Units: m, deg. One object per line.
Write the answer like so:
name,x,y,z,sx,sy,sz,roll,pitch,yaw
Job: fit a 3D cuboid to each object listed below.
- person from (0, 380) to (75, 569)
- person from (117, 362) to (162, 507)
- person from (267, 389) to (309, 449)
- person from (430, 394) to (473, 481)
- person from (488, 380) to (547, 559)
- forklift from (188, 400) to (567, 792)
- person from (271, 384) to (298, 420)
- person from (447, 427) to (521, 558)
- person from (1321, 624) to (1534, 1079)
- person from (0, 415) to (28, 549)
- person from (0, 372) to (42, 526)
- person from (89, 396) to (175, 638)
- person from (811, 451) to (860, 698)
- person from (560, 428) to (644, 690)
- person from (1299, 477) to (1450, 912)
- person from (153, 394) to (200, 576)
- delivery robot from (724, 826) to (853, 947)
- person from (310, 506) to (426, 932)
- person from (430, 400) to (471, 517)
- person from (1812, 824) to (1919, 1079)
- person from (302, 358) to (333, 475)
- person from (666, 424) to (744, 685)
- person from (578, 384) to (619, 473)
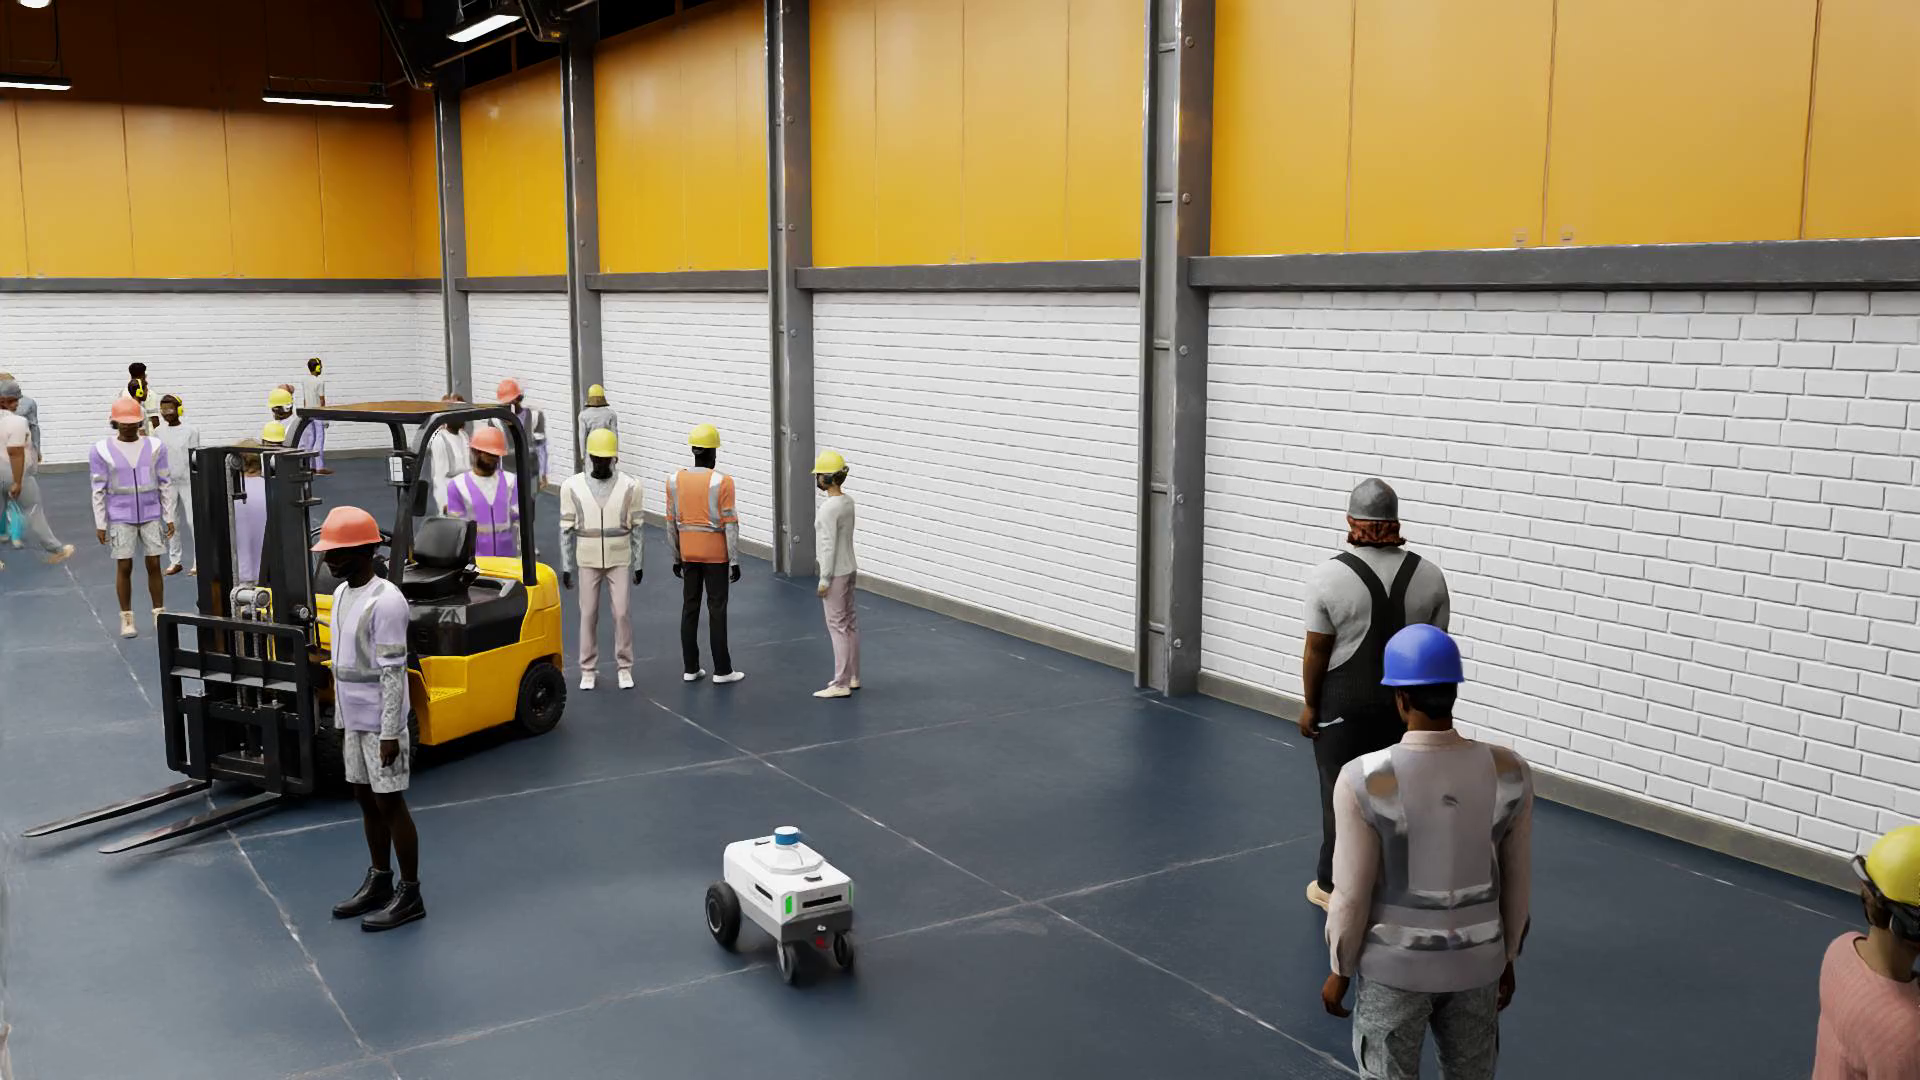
person,-9.921,-0.716,17.432,0.688,2.000,1.014,3,9,20
person,-10.975,-1.406,22.324,0.613,1.965,0.361,2,9,15
person,-7.511,-0.774,18.556,0.588,1.822,0.403,6,10,35
person,-5.325,-0.618,17.463,0.429,1.836,0.633,-2,9,-15
person,-4.740,-0.738,17.847,0.599,1.967,1.051,-3,9,-20
forklift,-3.529,0.258,10.348,1.214,2.155,2.313,4,9,25
person,-9.305,-1.339,23.001,0.513,1.632,0.313,5,10,30
person,-3.403,0.134,12.117,0.559,1.908,0.633,-6,10,-34
person,1.340,1.206,4.808,0.602,1.942,0.400,-1,9,-8
person,-10.835,-0.808,18.909,0.531,1.795,0.986,-4,9,-25
person,-11.533,-1.074,20.237,0.635,1.928,0.382,-7,11,-40
person,-6.908,-0.186,13.919,0.611,2.030,0.410,-7,11,-37
person,-0.904,0.244,11.882,0.326,1.767,0.533,2,9,15
person,-2.585,0.145,12.051,0.589,1.917,0.404,-2,9,-11
person,1.888,0.716,7.774,0.688,2.000,0.536,-1,9,-8
person,-7.971,-0.557,16.973,0.505,1.864,0.331,1,8,5
delivery robot,-0.749,1.491,7.224,0.477,0.478,0.707,-5,10,-30
person,-2.708,0.806,7.572,0.544,1.933,0.377,8,12,44
person,-4.837,-0.408,15.954,0.406,1.870,0.578,3,9,17
person,2.027,1.468,3.674,0.342,1.756,0.534,2,9,13
person,-10.245,-1.965,26.464,0.504,1.862,0.326,5,10,33
person,-1.877,0.106,12.266,0.585,1.928,0.369,3,9,22
person,-4.529,-1.081,20.884,0.483,1.744,0.303,-2,9,-13
